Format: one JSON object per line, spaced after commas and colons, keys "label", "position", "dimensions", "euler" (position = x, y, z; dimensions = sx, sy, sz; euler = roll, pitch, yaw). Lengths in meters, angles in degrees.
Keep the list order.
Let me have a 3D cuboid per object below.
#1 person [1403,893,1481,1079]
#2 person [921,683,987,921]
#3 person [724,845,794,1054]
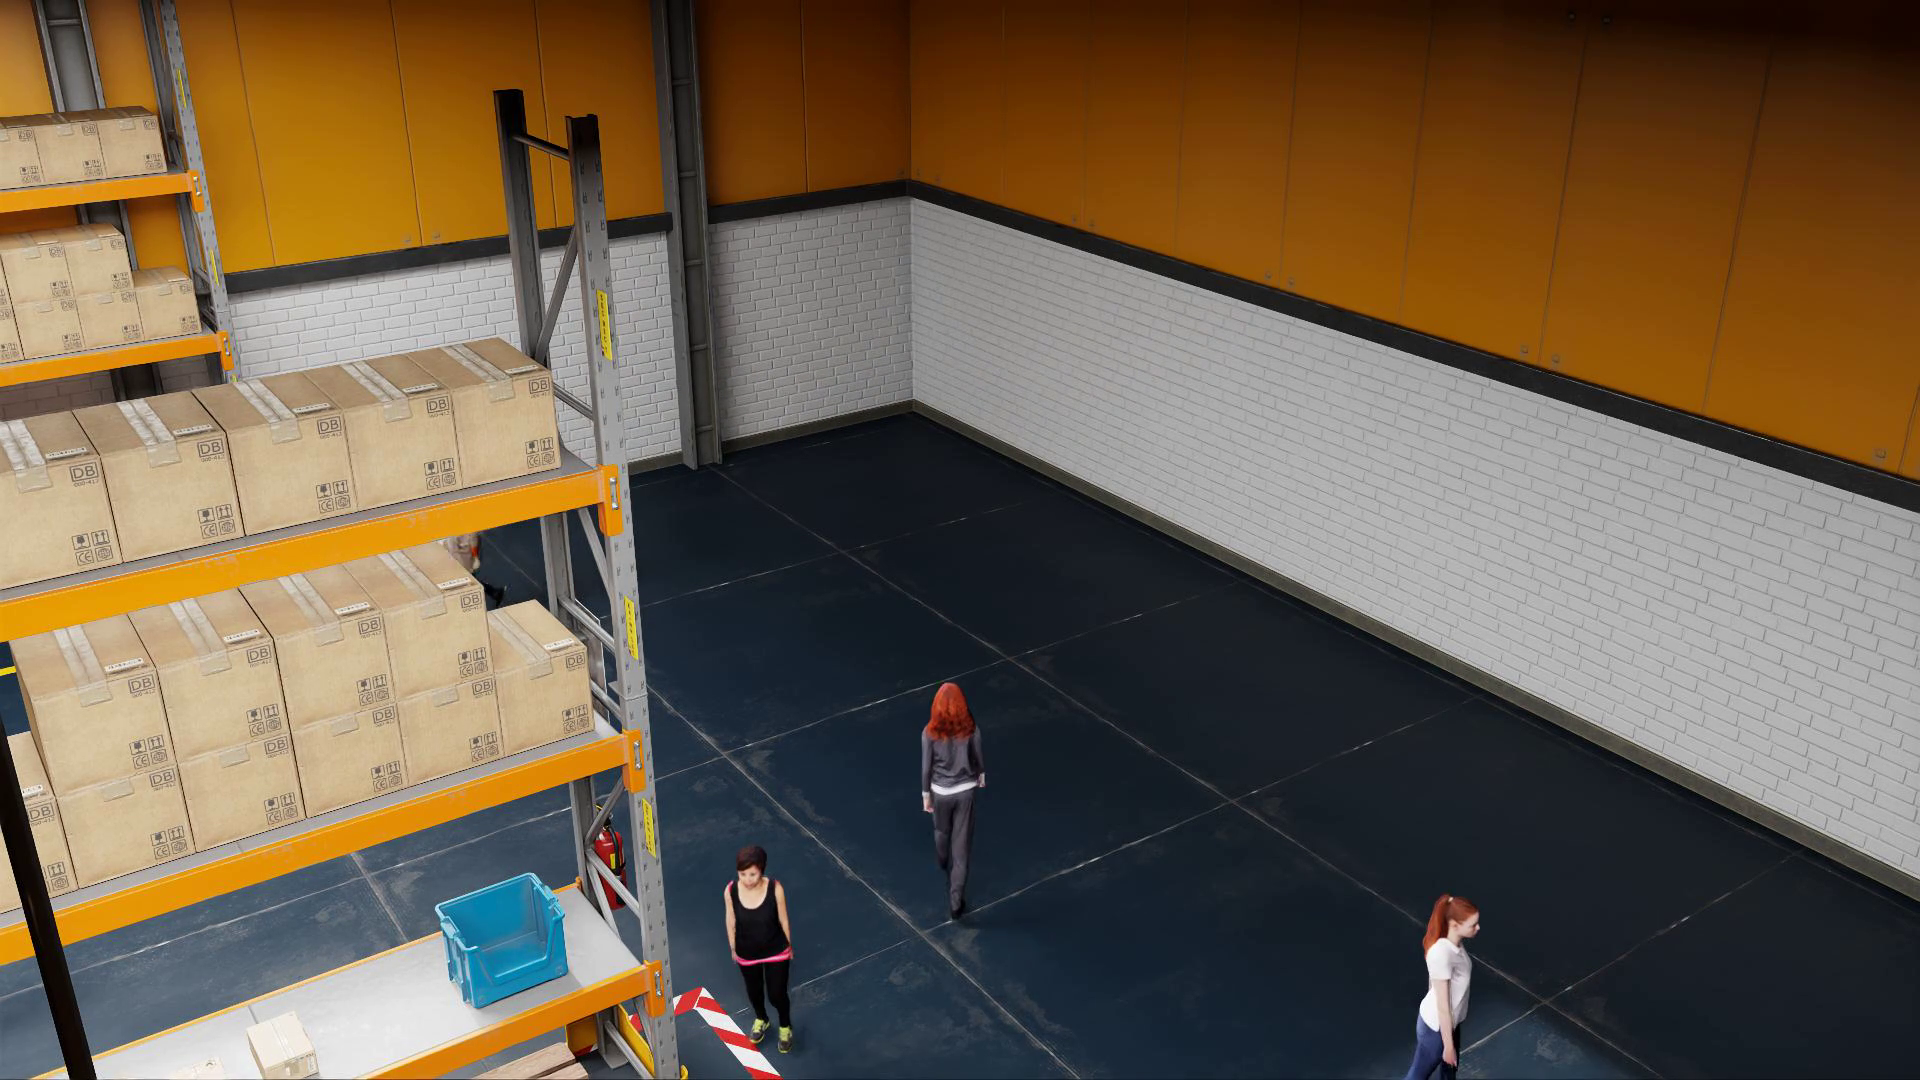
{"label": "person", "position": [2.685, 2.775, 9.616], "dimensions": [0.920, 1.721, 0.912], "euler": [8, 25, 18]}
{"label": "person", "position": [-0.048, 1.865, 11.677], "dimensions": [1.073, 1.739, 1.055], "euler": [1, 24, 3]}
{"label": "person", "position": [-1.232, 2.521, 10.434], "dimensions": [0.698, 1.531, 0.759], "euler": [2, 24, 4]}
